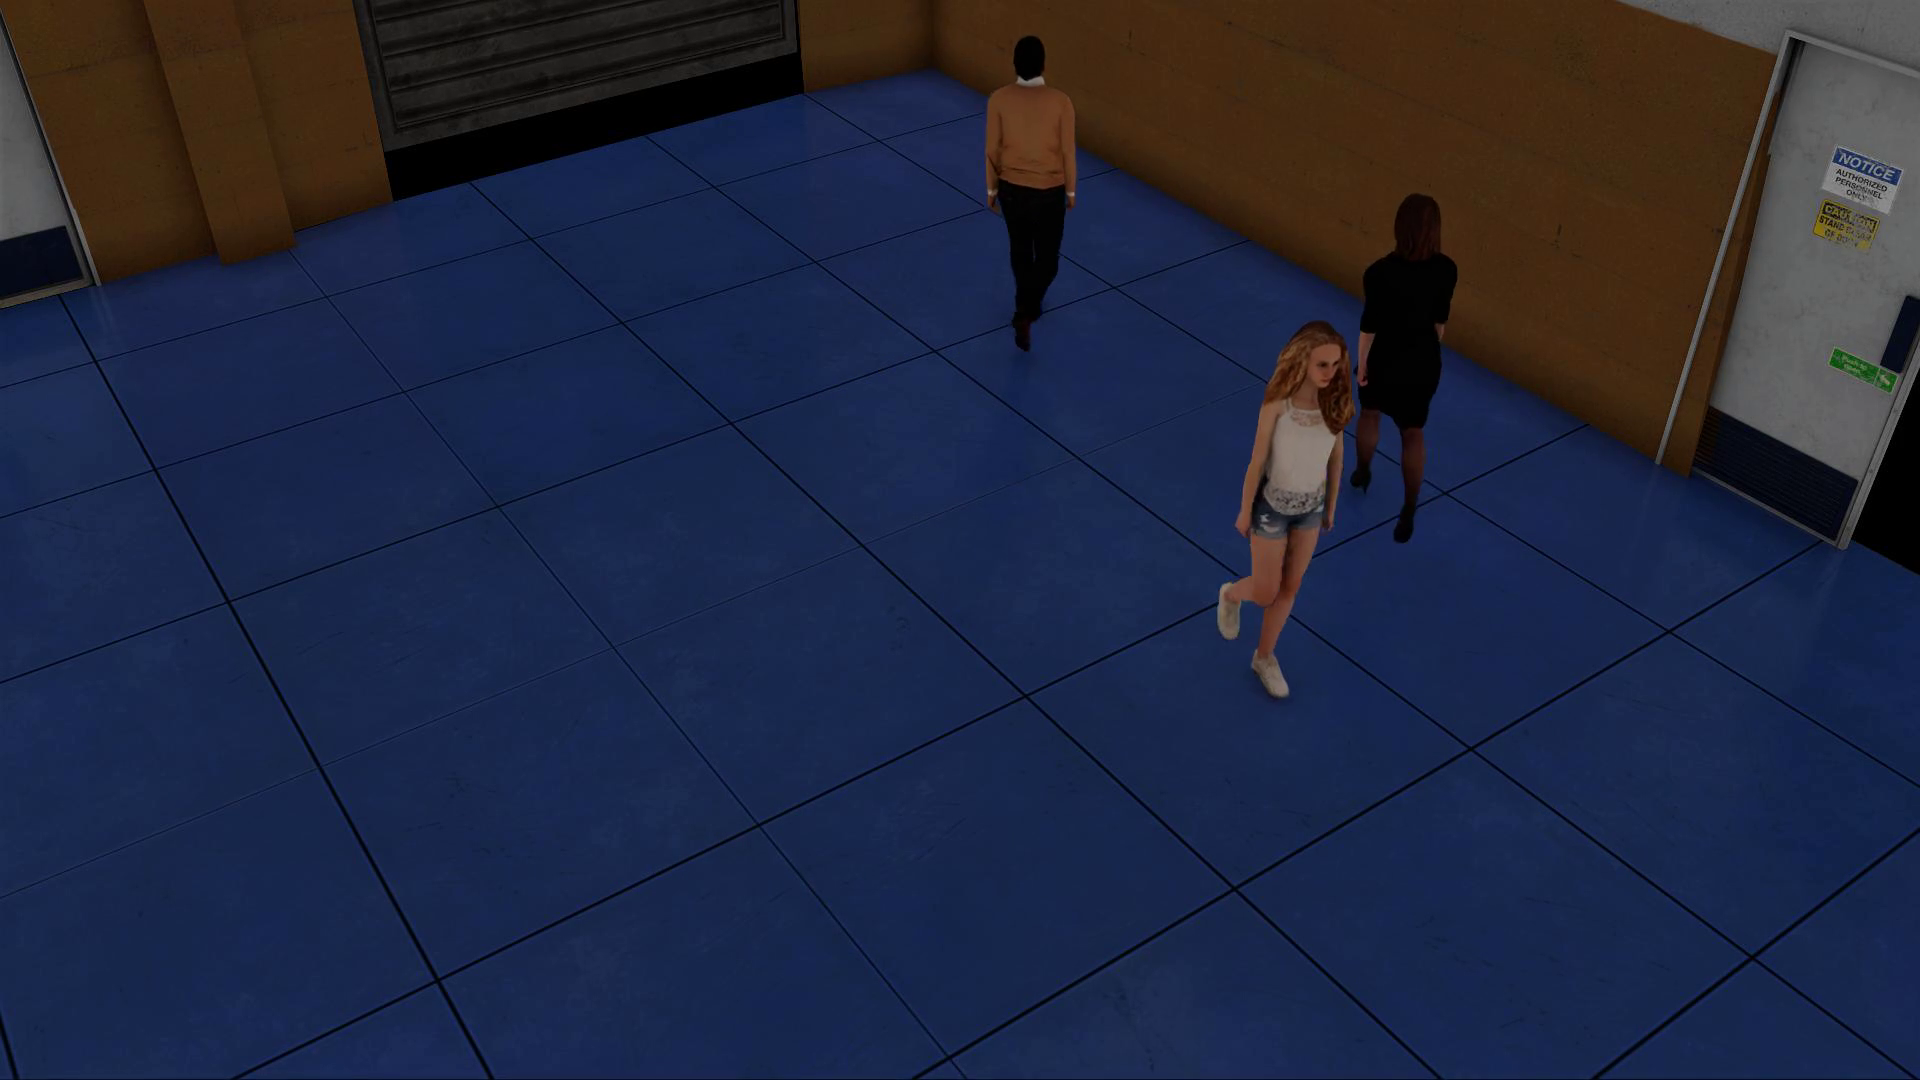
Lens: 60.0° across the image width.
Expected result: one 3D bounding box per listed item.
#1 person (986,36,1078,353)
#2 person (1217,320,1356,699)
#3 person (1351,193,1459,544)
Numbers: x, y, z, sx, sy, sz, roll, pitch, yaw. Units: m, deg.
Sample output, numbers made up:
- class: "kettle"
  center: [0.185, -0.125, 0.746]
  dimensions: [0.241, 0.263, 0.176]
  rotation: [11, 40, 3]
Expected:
- class: "person"
  center: [0.385, -1.895, 9.226]
  dimensions: [1.038, 1.736, 1.164]
  rotation: [10, 38, 13]
- class: "person"
  center: [1.304, -0.163, 6.908]
  dimensions: [0.783, 1.749, 0.757]
  rotation: [-11, 38, -15]
- class: "person"
  center: [2.076, -0.761, 7.749]
  dimensions: [1.041, 1.679, 1.024]
  rotation: [1, 37, 1]
